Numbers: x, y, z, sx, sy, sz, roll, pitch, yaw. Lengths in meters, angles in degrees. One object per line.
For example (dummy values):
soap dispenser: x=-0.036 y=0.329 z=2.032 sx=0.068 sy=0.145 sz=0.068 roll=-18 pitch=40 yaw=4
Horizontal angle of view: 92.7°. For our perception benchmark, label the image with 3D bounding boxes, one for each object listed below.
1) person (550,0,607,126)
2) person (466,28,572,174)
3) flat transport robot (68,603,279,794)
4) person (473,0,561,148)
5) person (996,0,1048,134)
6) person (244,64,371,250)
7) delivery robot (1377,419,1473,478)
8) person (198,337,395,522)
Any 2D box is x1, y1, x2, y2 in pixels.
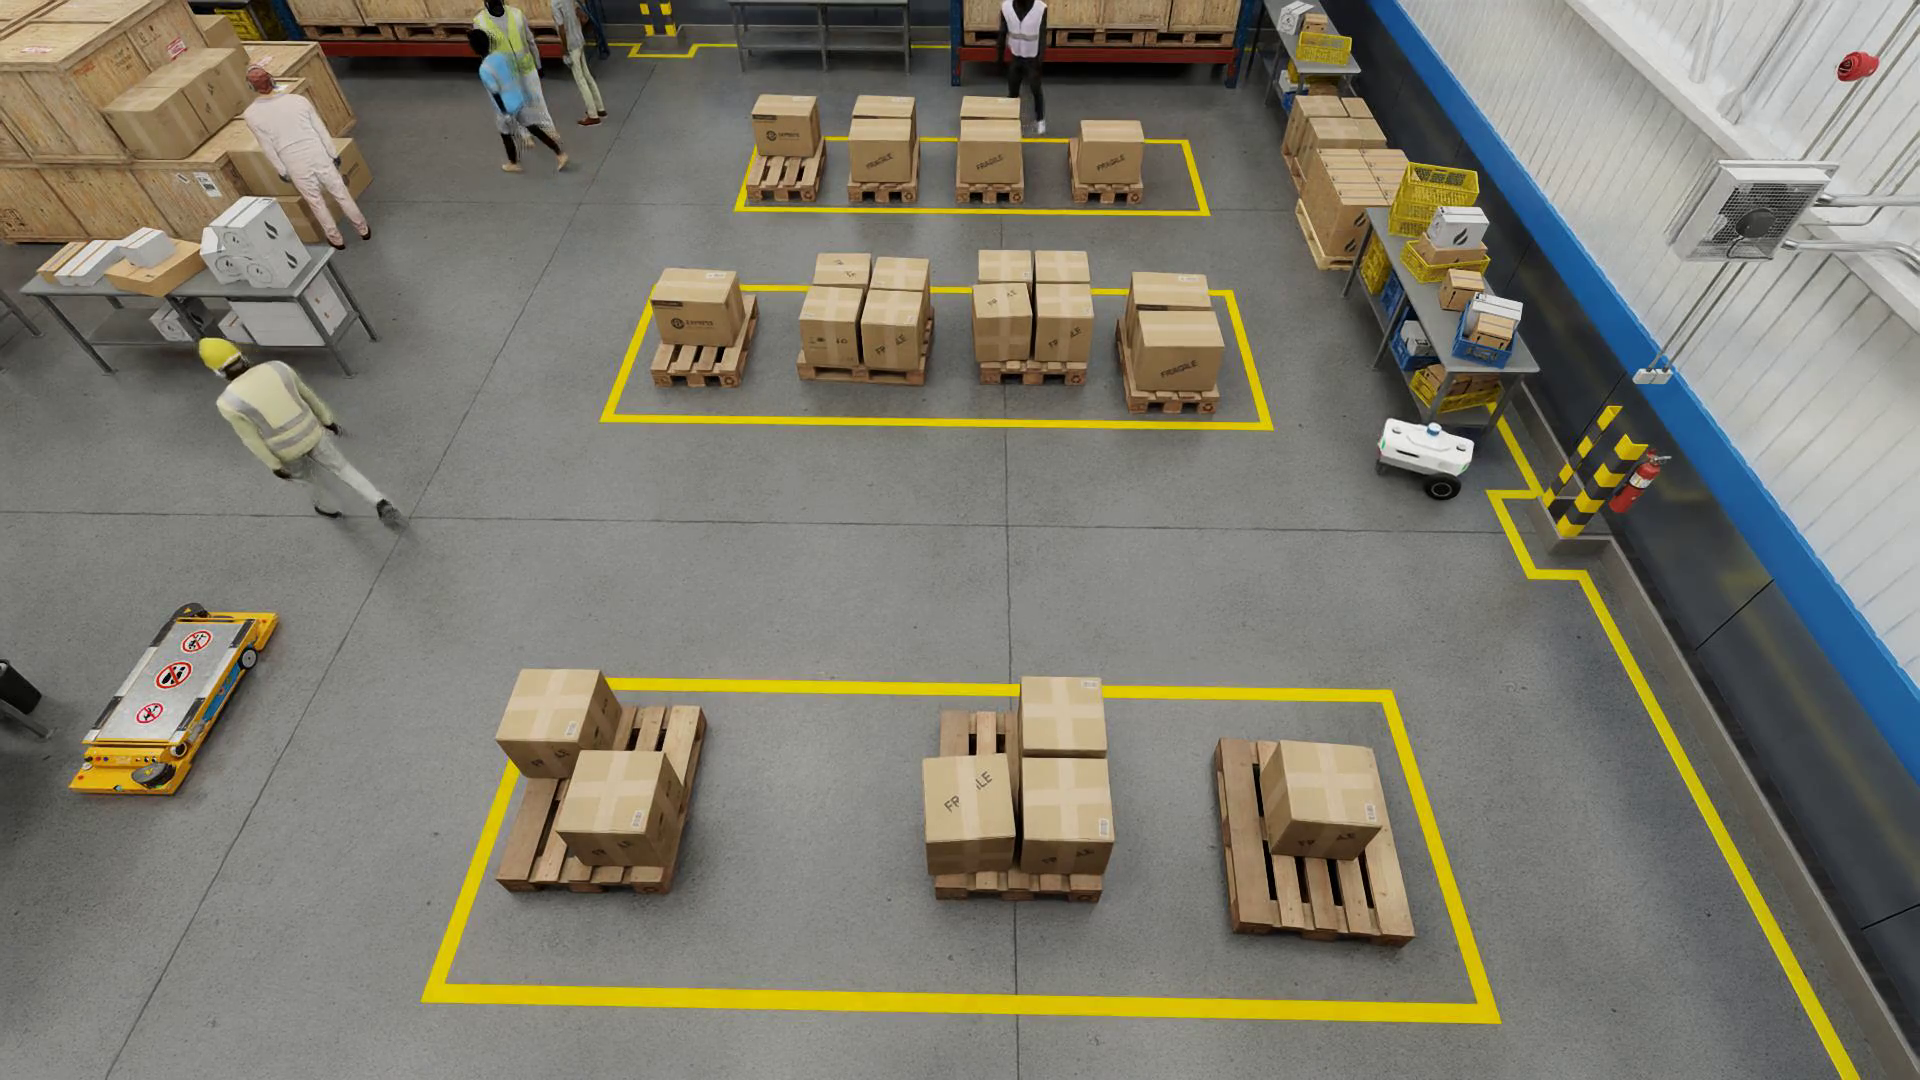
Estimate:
person: x=-4.916 y=-6.238 z=11.601 sx=0.339 sy=1.856 sz=0.524 roll=2 pitch=50 yaw=2
person: x=-5.230 y=-5.126 z=10.789 sx=0.872 sy=1.652 sz=0.546 roll=7 pitch=50 yaw=5
flat transport robot: x=-5.504 y=1.072 z=6.442 sx=0.652 sy=0.197 sz=1.431 roll=1 pitch=50 yaw=1
person: x=-5.424 y=-5.771 z=11.220 sx=0.624 sy=1.836 sz=0.431 roll=-27 pitch=55 yaw=-21
person: x=0.809 y=-6.021 z=11.388 sx=0.726 sy=1.896 sz=0.521 roll=17 pitch=52 yaw=14
person: x=-6.914 y=-4.018 z=9.683 sx=0.646 sy=1.913 sz=0.409 roll=-34 pitch=58 yaw=-25
delivery robot: x=3.929 y=-0.781 z=7.766 sx=0.707 sy=0.478 sz=0.477 roll=19 pitch=52 yaw=15
person: x=-5.021 y=-0.754 z=7.004 sx=0.765 sy=1.796 sz=0.612 roll=21 pitch=53 yaw=17
